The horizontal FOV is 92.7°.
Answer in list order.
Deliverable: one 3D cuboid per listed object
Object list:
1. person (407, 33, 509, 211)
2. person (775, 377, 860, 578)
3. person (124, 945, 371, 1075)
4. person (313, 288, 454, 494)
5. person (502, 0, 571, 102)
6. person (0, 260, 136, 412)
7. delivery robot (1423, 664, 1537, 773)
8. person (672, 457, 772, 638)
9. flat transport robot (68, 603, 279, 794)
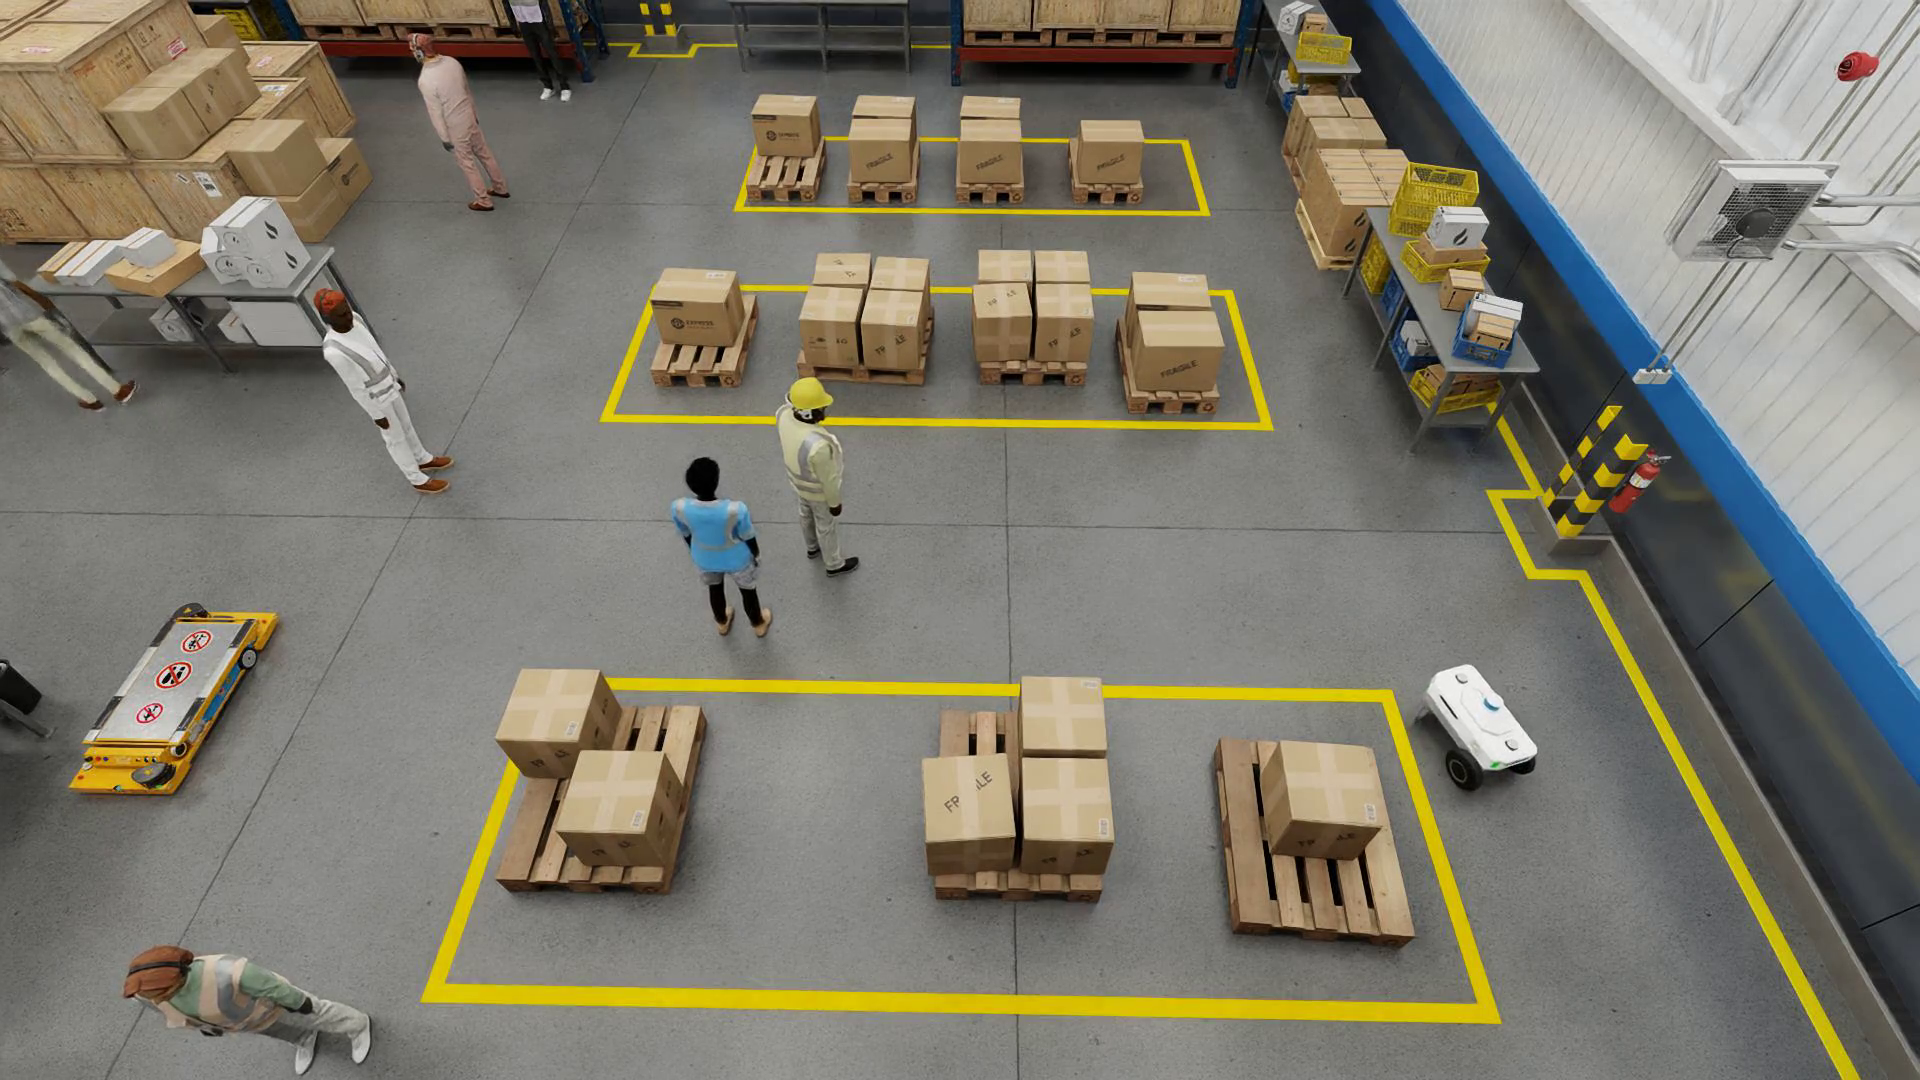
[{"bbox_3d":[-5.613,-4.625,10.209,0.401,1.900,0.647,12,51,10],"label":"person"},{"bbox_3d":[-1.045,-0.444,6.714,0.404,1.825,0.592,-30,56,-23],"label":"person"},{"bbox_3d":[-3.480,2.306,4.515,0.519,1.633,0.316,-7,50,-6],"label":"person"},{"bbox_3d":[-4.593,-1.163,7.285,0.360,1.882,0.575,-8,50,-7],"label":"person"},{"bbox_3d":[-5.626,-6.794,12.037,0.599,1.907,0.412,2,50,1],"label":"person"},{"bbox_3d":[-8.110,-1.873,7.921,0.594,1.830,0.460,-36,58,-26],"label":"person"},{"bbox_3d":[3.457,1.187,6.101,0.477,0.478,0.707,-13,51,-11],"label":"delivery robot"},{"bbox_3d":[-1.630,0.103,6.339,0.542,1.691,0.321,4,50,3],"label":"person"},{"bbox_3d":[-5.504,1.072,6.442,0.652,0.197,1.431,1,50,1],"label":"flat transport robot"}]
